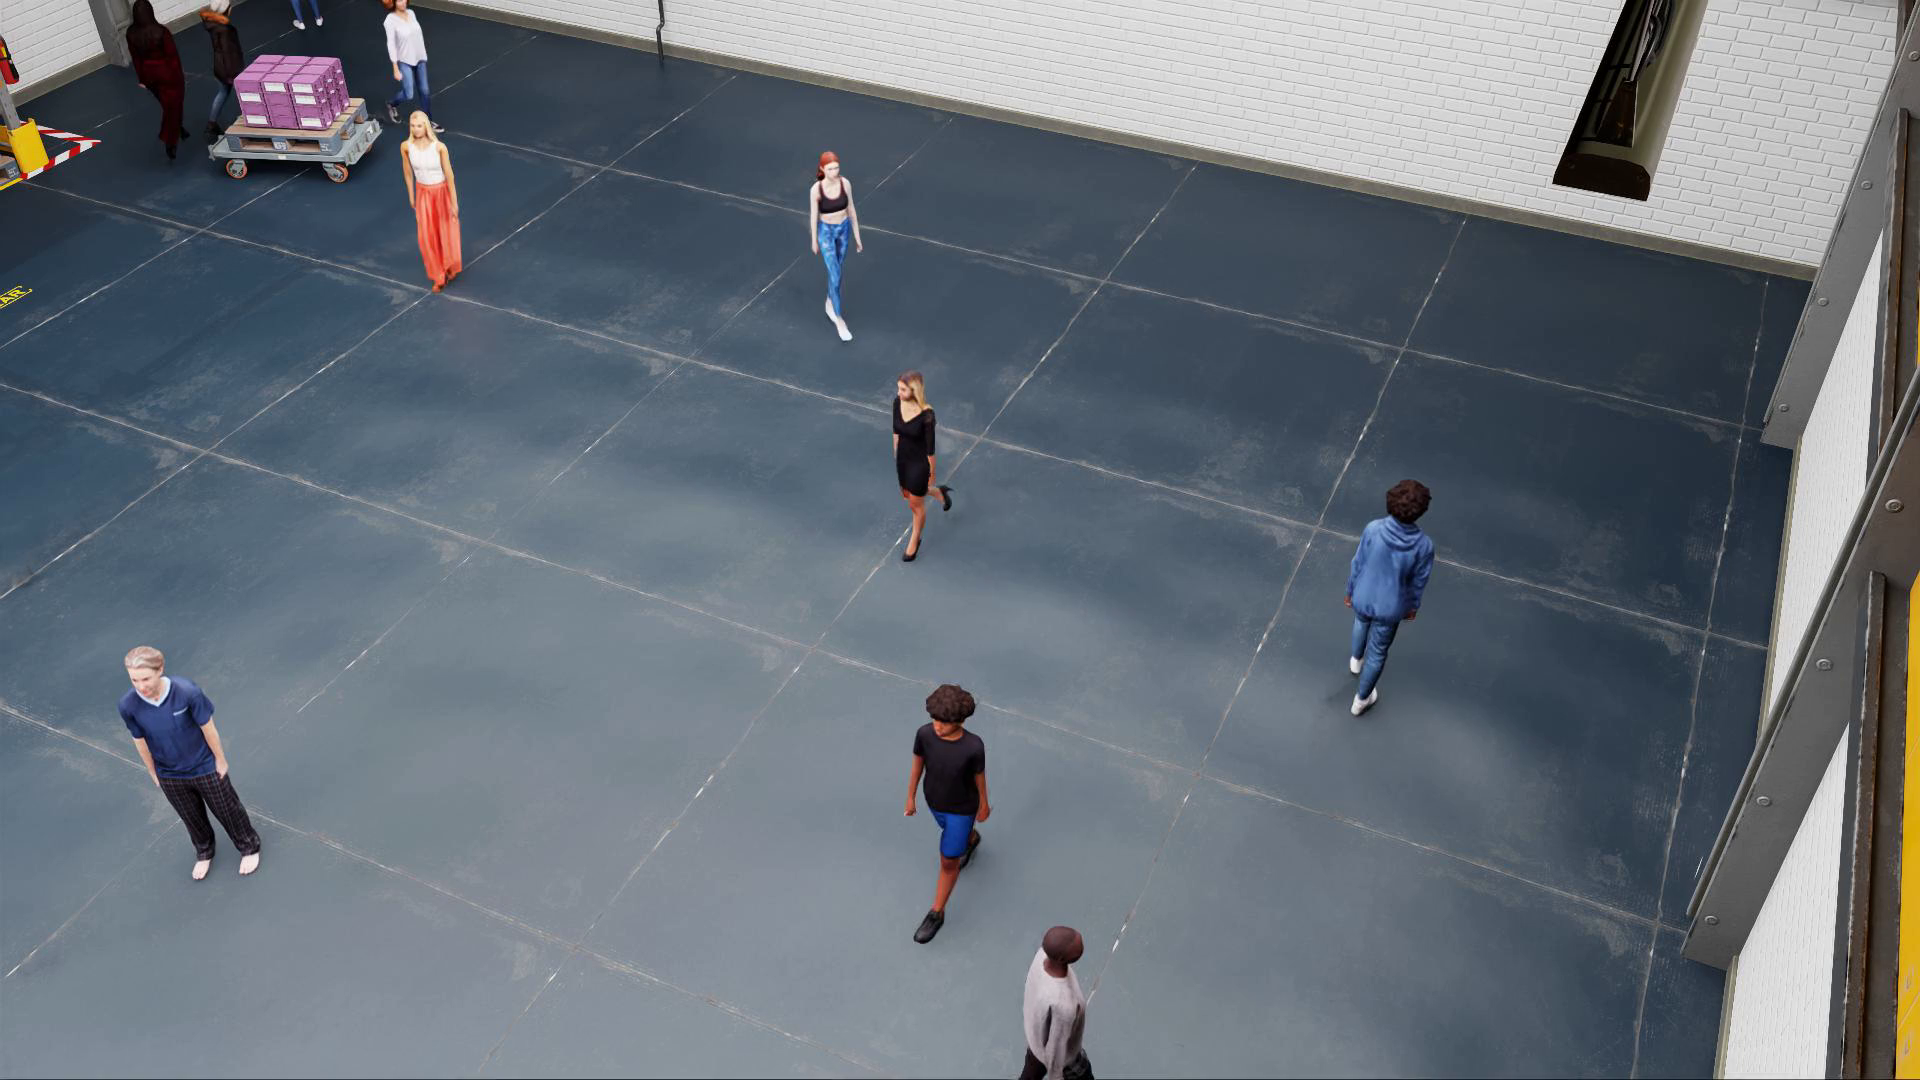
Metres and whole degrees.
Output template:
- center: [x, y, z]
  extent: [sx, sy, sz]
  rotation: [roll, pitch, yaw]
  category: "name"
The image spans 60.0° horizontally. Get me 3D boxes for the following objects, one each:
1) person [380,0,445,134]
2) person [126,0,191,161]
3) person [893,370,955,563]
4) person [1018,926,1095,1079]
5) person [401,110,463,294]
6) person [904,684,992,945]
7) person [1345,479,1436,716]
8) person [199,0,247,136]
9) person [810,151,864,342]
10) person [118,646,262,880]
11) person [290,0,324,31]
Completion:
- center: [-6.298, -5.453, 18.830]
  extent: [0.754, 1.693, 0.859]
  rotation: [20, 43, 23]
  category: "person"
- center: [-8.787, -5.017, 18.264]
  extent: [0.952, 1.718, 1.205]
  rotation: [1, 39, 2]
  category: "person"
- center: [-0.287, -0.624, 12.810]
  extent: [0.717, 1.659, 0.967]
  rotation: [27, 46, 29]
  category: "person"
- center: [0.393, 2.629, 8.663]
  extent: [1.022, 1.752, 0.986]
  rotation: [-10, 40, -12]
  category: "person"
- center: [-5.062, -3.352, 16.125]
  extent: [0.882, 1.785, 1.019]
  rotation: [-1, 39, -1]
  category: "person"
- center: [-0.017, 1.507, 10.069]
  extent: [0.663, 1.751, 1.171]
  rotation: [18, 42, 22]
  category: "person"
- center: [2.862, 0.424, 11.406]
  extent: [0.728, 1.775, 0.906]
  rotation: [21, 43, 24]
  category: "person"
- center: [-8.301, -5.297, 18.710]
  extent: [1.183, 1.599, 0.985]
  rotation: [-27, 46, -29]
  category: "person"
- center: [-1.204, -2.815, 15.471]
  extent: [0.954, 1.763, 0.928]
  rotation: [-22, 43, -25]
  category: "person"
- center: [-4.720, 1.352, 10.170]
  extent: [0.729, 1.868, 0.757]
  rotation: [-8, 39, -10]
  category: "person"
- center: [-8.553, -7.430, 21.284]
  extent: [0.636, 1.720, 0.743]
  rotation: [-21, 43, -25]
  category: "person"
